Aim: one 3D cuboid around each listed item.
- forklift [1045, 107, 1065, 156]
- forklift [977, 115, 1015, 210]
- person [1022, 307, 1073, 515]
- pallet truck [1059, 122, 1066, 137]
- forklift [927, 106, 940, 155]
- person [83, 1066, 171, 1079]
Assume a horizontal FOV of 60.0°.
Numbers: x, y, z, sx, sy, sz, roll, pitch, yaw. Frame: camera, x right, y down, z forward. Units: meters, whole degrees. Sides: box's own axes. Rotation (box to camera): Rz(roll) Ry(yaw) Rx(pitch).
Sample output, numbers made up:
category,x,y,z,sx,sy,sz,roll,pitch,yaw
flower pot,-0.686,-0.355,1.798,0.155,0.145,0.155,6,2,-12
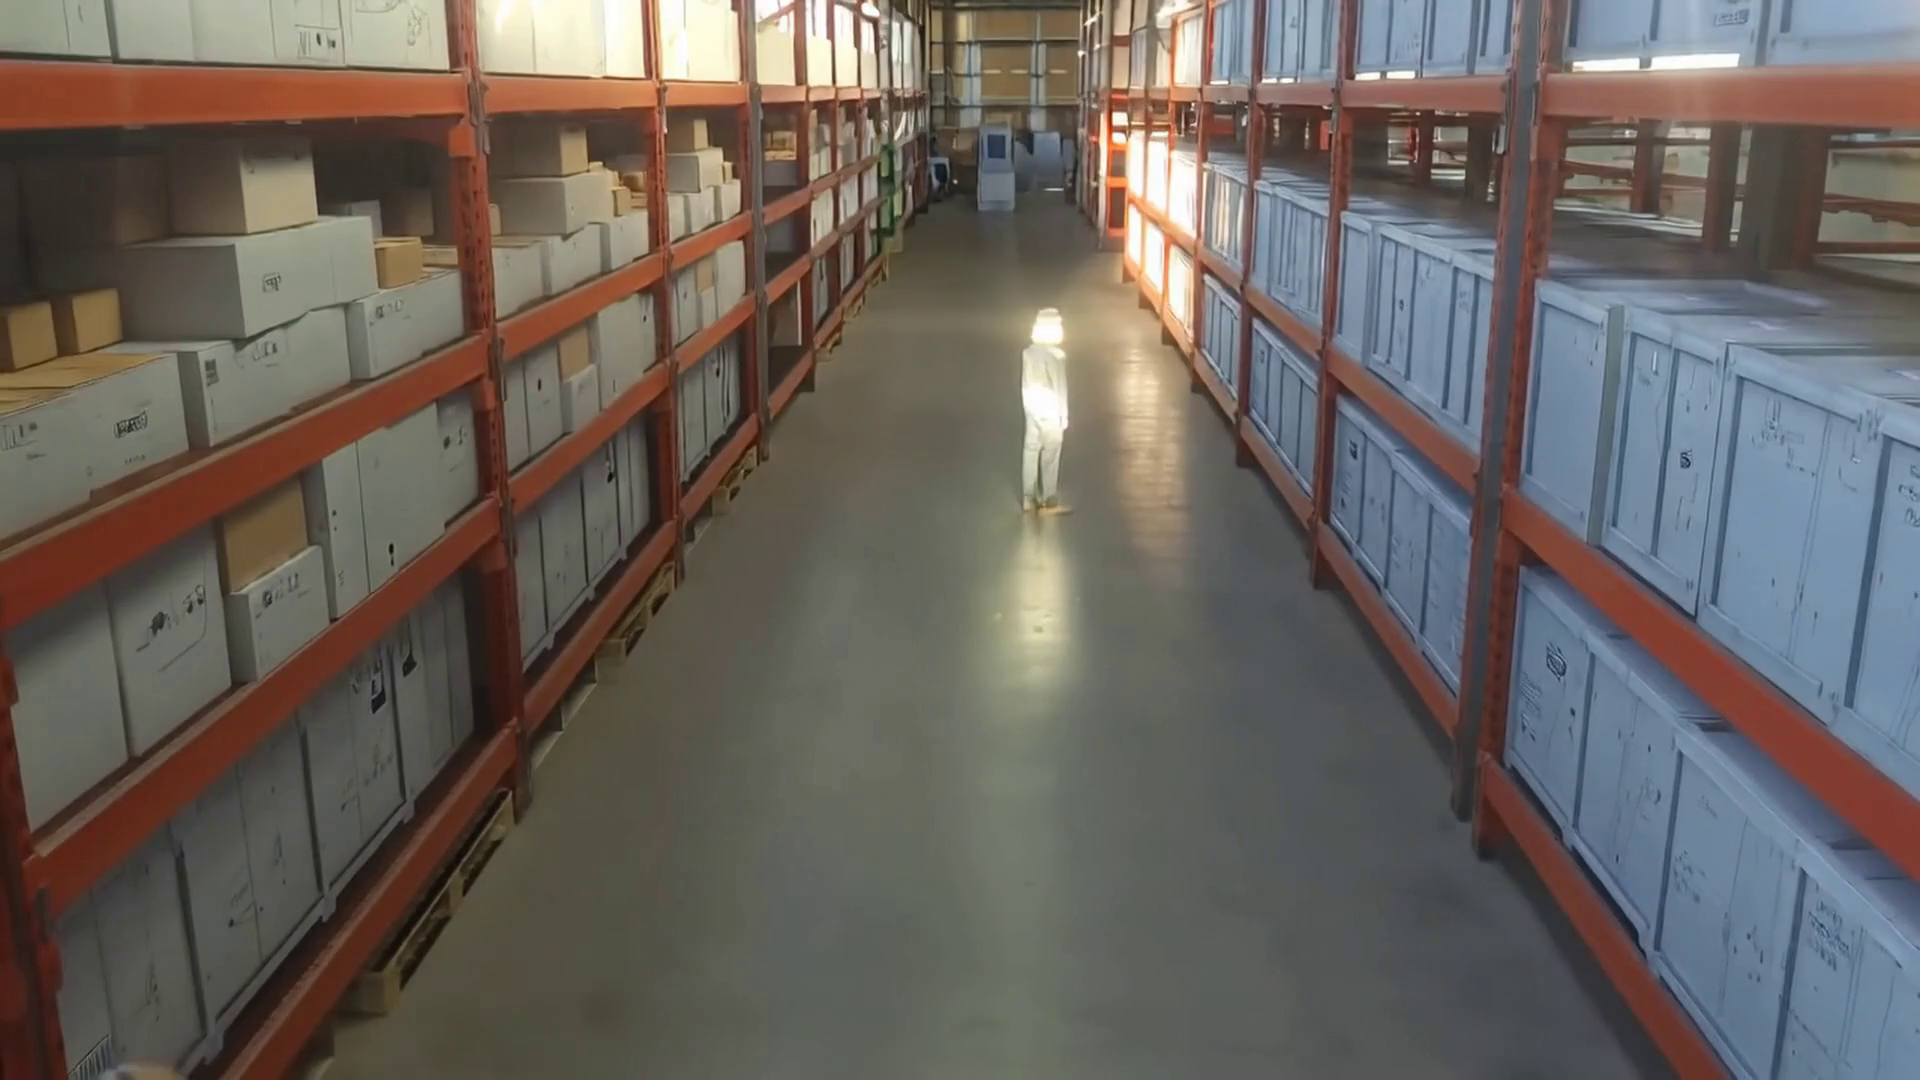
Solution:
category,x,y,z,sx,sy,sz,roll,pitch,yaw
forklift,4.490,-19.078,78.776,1.129,2.768,1.873,-7,17,-24
forklift,1.104,-11.508,50.610,1.129,2.768,1.873,0,15,2
person,0.732,-1.082,13.974,0.295,1.744,0.489,-13,20,-40
pallet truck,5.788,-21.111,88.014,1.885,1.965,0.823,5,16,18
forklift,-1.386,-20.270,83.211,1.873,2.768,1.129,9,18,31
person,-1.586,1.808,3.505,0.835,1.596,0.521,-12,19,-38
